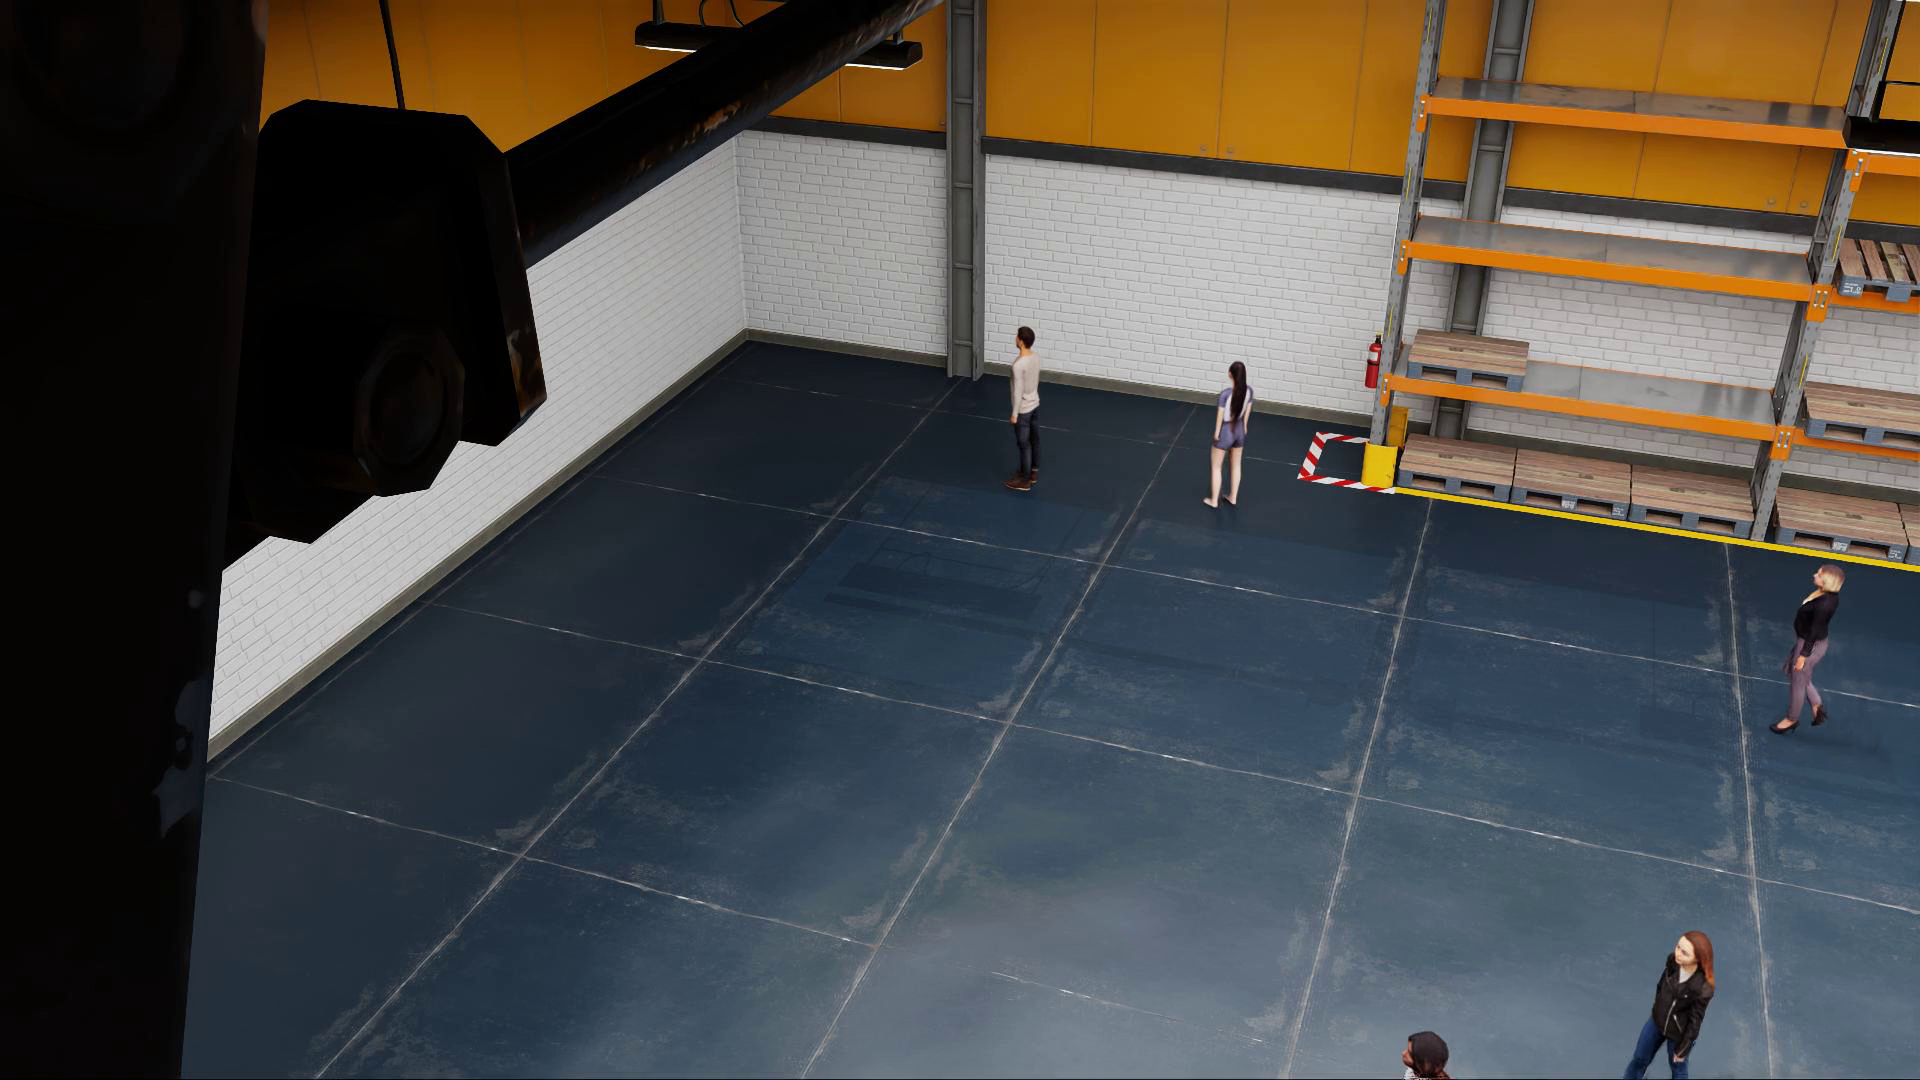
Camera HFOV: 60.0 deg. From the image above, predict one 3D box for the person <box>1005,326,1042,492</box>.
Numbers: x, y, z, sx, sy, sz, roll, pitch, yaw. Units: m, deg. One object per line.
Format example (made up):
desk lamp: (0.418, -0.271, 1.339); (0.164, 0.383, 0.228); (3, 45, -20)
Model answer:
person: (0.715, -1.439, 18.118); (0.618, 1.866, 0.693); (15, 32, 26)

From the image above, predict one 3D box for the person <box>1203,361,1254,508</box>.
person: (2.903, -1.118, 17.760); (0.672, 1.645, 0.722); (-14, 32, -24)

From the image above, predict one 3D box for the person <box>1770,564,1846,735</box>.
person: (7.206, 0.958, 13.937); (0.756, 1.662, 0.686); (17, 33, 29)

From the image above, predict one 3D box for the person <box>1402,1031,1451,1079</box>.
person: (2.618, 3.444, 9.333); (0.744, 1.707, 0.663); (4, 29, 7)

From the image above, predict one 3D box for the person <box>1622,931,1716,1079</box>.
person: (4.517, 3.011, 10.377); (0.923, 1.467, 0.839); (-9, 30, -16)
